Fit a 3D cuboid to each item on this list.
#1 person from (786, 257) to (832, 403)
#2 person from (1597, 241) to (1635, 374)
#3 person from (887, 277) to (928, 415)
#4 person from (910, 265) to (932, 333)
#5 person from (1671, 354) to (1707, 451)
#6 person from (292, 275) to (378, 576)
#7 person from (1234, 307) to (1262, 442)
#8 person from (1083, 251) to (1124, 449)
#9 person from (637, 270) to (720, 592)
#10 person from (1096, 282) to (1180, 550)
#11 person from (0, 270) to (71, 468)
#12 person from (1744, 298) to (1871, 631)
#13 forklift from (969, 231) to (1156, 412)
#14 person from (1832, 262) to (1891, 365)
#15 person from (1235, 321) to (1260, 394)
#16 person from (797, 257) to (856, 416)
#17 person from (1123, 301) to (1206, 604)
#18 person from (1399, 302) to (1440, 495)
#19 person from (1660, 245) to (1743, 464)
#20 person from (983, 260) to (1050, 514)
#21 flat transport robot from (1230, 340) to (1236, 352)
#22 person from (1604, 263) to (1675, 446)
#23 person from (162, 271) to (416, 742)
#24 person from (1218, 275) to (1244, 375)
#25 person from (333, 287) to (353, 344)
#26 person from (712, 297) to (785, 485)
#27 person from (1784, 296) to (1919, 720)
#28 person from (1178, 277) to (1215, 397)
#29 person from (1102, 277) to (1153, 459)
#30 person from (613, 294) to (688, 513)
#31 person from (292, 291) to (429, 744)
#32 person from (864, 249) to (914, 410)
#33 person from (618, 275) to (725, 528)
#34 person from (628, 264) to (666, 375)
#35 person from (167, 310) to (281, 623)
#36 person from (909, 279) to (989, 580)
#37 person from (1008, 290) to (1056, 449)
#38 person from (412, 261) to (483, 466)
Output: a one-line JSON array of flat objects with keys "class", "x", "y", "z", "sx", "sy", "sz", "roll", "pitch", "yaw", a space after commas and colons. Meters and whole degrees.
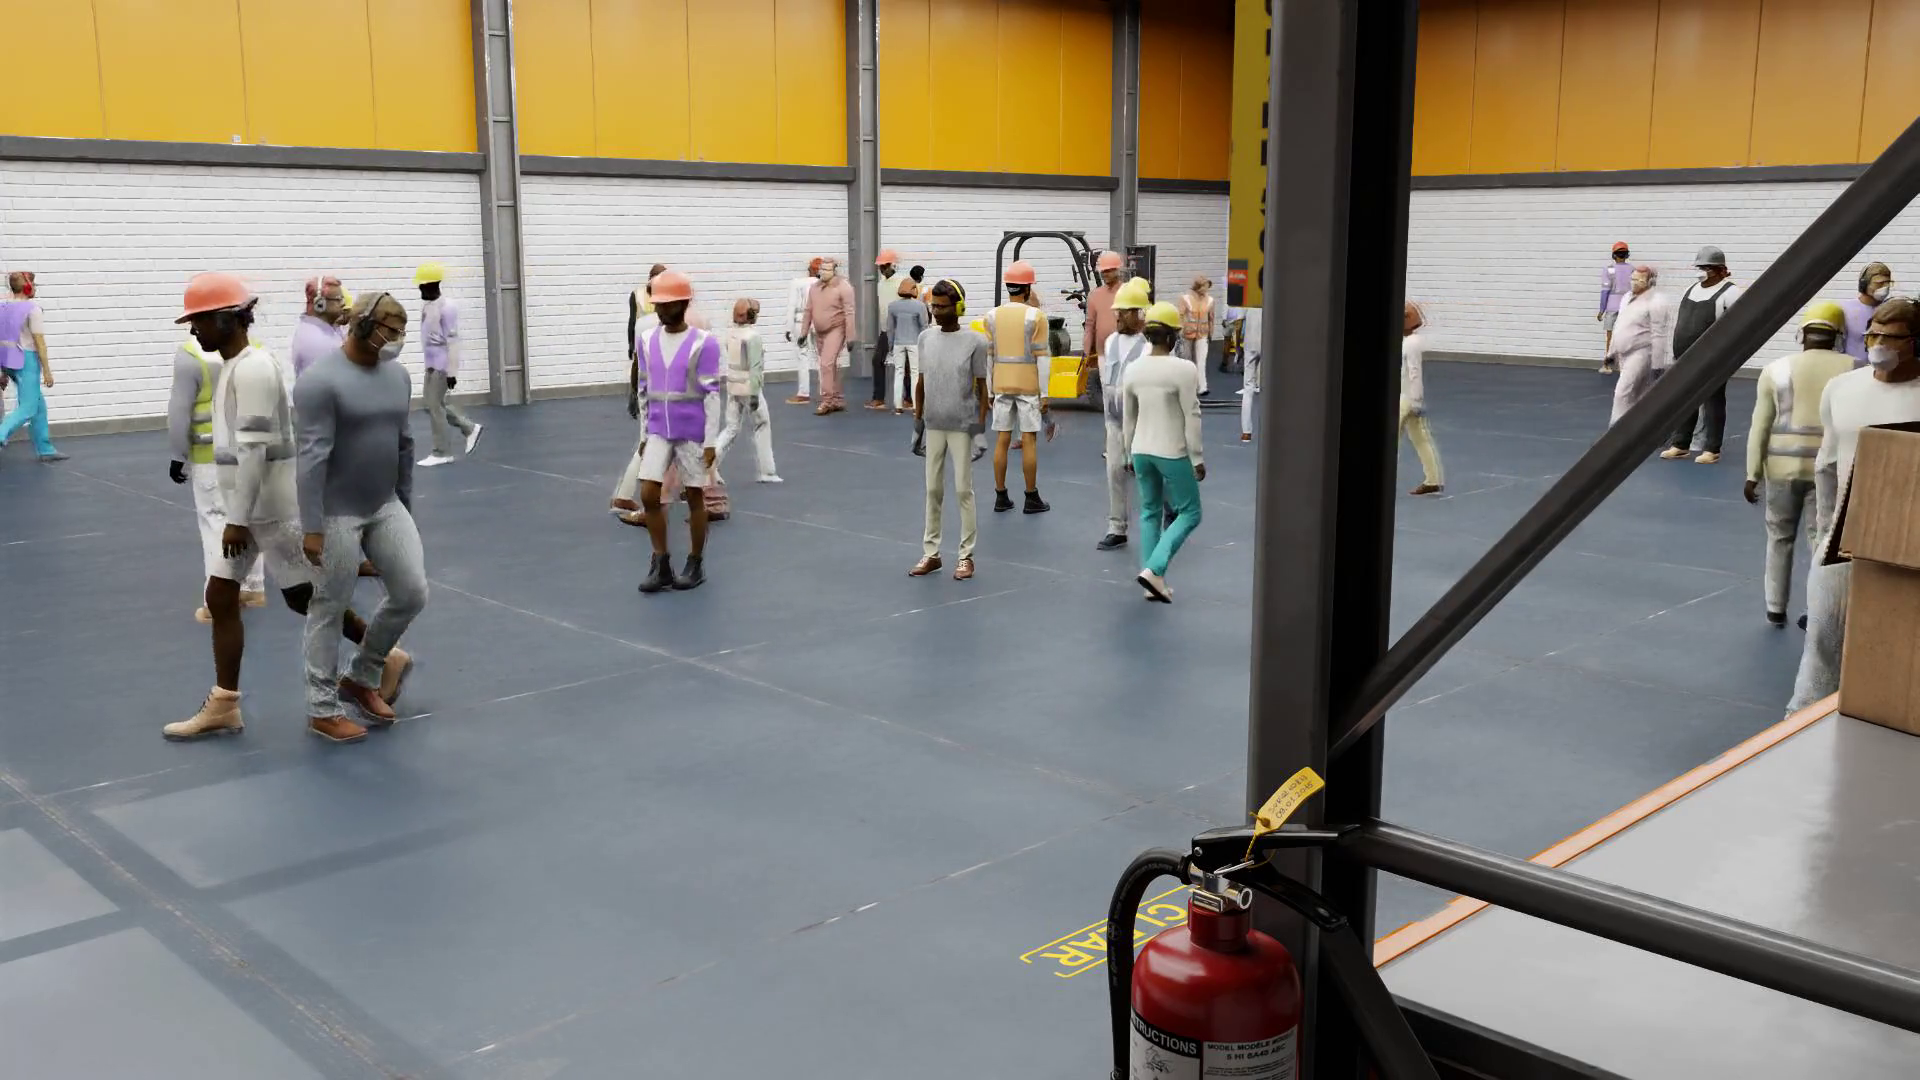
[{"class": "person", "x": -1.904, "y": -2.650, "z": 21.130, "sx": 0.665, "sy": 1.856, "sz": 0.343, "roll": -6, "pitch": 12, "yaw": -30}, {"class": "person", "x": 10.114, "y": -3.562, "z": 25.590, "sx": 0.605, "sy": 2.033, "sz": 0.392, "roll": -1, "pitch": 10, "yaw": -4}, {"class": "person", "x": -0.620, "y": -2.305, "z": 19.822, "sx": 0.508, "sy": 1.632, "sz": 0.265, "roll": 3, "pitch": 11, "yaw": 18}, {"class": "person", "x": -0.644, "y": -3.219, "z": 24.655, "sx": 0.534, "sy": 1.691, "sz": 0.318, "roll": 3, "pitch": 11, "yaw": 18}, {"class": "person", "x": 7.420, "y": -1.776, "z": 16.721, "sx": 0.499, "sy": 1.708, "sz": 0.817, "roll": 1, "pitch": 10, "yaw": 7}, {"class": "person", "x": -3.948, "y": -0.691, "z": 10.313, "sx": 0.685, "sy": 1.890, "sz": 0.657, "roll": -4, "pitch": 11, "yaw": -21}, {"class": "person", "x": 3.098, "y": -1.937, "z": 17.187, "sx": 0.533, "sy": 1.864, "sz": 0.310, "roll": 3, "pitch": 11, "yaw": 17}, {"class": "person", "x": 1.525, "y": -1.875, "z": 16.545, "sx": 0.631, "sy": 1.970, "sz": 0.443, "roll": 7, "pitch": 12, "yaw": 32}, {"class": "person", "x": -1.715, "y": -0.623, "z": 9.857, "sx": 0.570, "sy": 1.919, "sz": 0.650, "roll": 3, "pitch": 11, "yaw": 17}, {"class": "person", "x": 1.235, "y": -0.844, "z": 11.351, "sx": 0.599, "sy": 1.820, "sz": 0.638, "roll": 10, "pitch": 14, "yaw": 43}, {"class": "person", "x": -8.743, "y": -1.586, "z": 15.406, "sx": 0.571, "sy": 1.817, "sz": 0.846, "roll": 6, "pitch": 12, "yaw": 32}, {"class": "person", "x": 4.515, "y": -0.374, "z": 8.824, "sx": 0.625, "sy": 1.805, "sz": 0.650, "roll": 4, "pitch": 11, "yaw": 20}, {"class": "forklift", "x": 1.222, "y": -2.721, "z": 20.561, "sx": 2.313, "sy": 2.155, "sz": 1.214, "roll": 2, "pitch": 11, "yaw": 13}, {"class": "person", "x": 6.673, "y": -1.078, "z": 12.305, "sx": 0.635, "sy": 1.937, "sz": 0.361, "roll": -1, "pitch": 10, "yaw": -7}, {"class": "person", "x": 3.923, "y": -2.767, "z": 22.327, "sx": 0.309, "sy": 1.641, "sz": 0.515, "roll": 10, "pitch": 14, "yaw": 42}, {"class": "person", "x": -1.634, "y": -2.429, "z": 19.846, "sx": 0.672, "sy": 1.872, "sz": 0.766, "roll": 10, "pitch": 14, "yaw": 44}, {"class": "person", "x": 1.158, "y": -0.486, "z": 9.562, "sx": 0.490, "sy": 1.755, "sz": 0.575, "roll": -10, "pitch": 14, "yaw": -44}, {"class": "person", "x": 3.573, "y": -1.143, "z": 13.613, "sx": 0.856, "sy": 1.591, "sz": 0.518, "roll": 1, "pitch": 10, "yaw": 6}, {"class": "person", "x": 6.969, "y": -1.741, "z": 15.638, "sx": 0.537, "sy": 2.000, "sz": 0.675, "roll": -5, "pitch": 11, "yaw": -25}, {"class": "person", "x": 0.448, "y": -1.168, "z": 12.795, "sx": 0.542, "sy": 1.938, "sz": 0.358, "roll": 5, "pitch": 12, "yaw": 26}, {"class": "flat transport robot", "x": 5.532, "y": -3.517, "z": 30.152, "sx": 1.431, "sy": 0.197, "sz": 0.652, "roll": 1, "pitch": 10, "yaw": 5}, {"class": "person", "x": 6.797, "y": -1.818, "z": 16.549, "sx": 0.880, "sy": 1.865, "sz": 0.701, "roll": -1, "pitch": 10, "yaw": -4}, {"class": "person", "x": -2.940, "y": -0.165, "z": 7.190, "sx": 1.008, "sy": 1.994, "sz": 0.628, "roll": -7, "pitch": 13, "yaw": -35}, {"class": "person", "x": 4.264, "y": -3.478, "z": 25.555, "sx": 0.563, "sy": 1.886, "sz": 1.005, "roll": -2, "pitch": 11, "yaw": -12}, {"class": "person", "x": -4.713, "y": -1.015, "z": 12.491, "sx": 0.461, "sy": 1.750, "sz": 0.541, "roll": -9, "pitch": 14, "yaw": -40}, {"class": "person", "x": -1.891, "y": -1.259, "z": 14.235, "sx": 0.759, "sy": 1.623, "sz": 0.519, "roll": -9, "pitch": 14, "yaw": -40}, {"class": "person", "x": 3.472, "y": 0.031, "z": 6.362, "sx": 0.975, "sy": 1.892, "sz": 0.655, "roll": -6, "pitch": 12, "yaw": -31}, {"class": "person", "x": 3.137, "y": -2.698, "z": 22.110, "sx": 0.534, "sy": 1.573, "sz": 0.886, "roll": -1, "pitch": 10, "yaw": -6}, {"class": "person", "x": 1.635, "y": -1.594, "z": 15.657, "sx": 0.832, "sy": 1.727, "sz": 0.546, "roll": -4, "pitch": 11, "yaw": -20}, {"class": "person", "x": -2.337, "y": -1.123, "z": 12.931, "sx": 0.530, "sy": 1.807, "sz": 1.007, "roll": 10, "pitch": 14, "yaw": 44}, {"class": "person", "x": -2.556, "y": -0.089, "z": 7.017, "sx": 0.462, "sy": 1.897, "sz": 0.743, "roll": 5, "pitch": 12, "yaw": 27}, {"class": "person", "x": -0.862, "y": -2.538, "z": 20.200, "sx": 0.794, "sy": 1.962, "sz": 0.646, "roll": -10, "pitch": 14, "yaw": -43}, {"class": "person", "x": -2.165, "y": -1.019, "z": 12.229, "sx": 0.927, "sy": 1.852, "sz": 0.671, "roll": -5, "pitch": 11, "yaw": -23}, {"class": "person", "x": -3.339, "y": -2.131, "z": 18.416, "sx": 0.638, "sy": 1.801, "sz": 0.878, "roll": -3, "pitch": 11, "yaw": -16}, {"class": "person", "x": -4.113, "y": -0.463, "z": 9.314, "sx": 0.487, "sy": 1.805, "sz": 0.663, "roll": 4, "pitch": 11, "yaw": 22}, {"class": "person", "x": -0.072, "y": -0.682, "z": 10.348, "sx": 0.518, "sy": 1.865, "sz": 0.327, "roll": 5, "pitch": 11, "yaw": 24}, {"class": "person", "x": 0.713, "y": -1.714, "z": 16.631, "sx": 0.458, "sy": 1.617, "sz": 0.518, "roll": -10, "pitch": 14, "yaw": -43}, {"class": "person", "x": -4.775, "y": -1.635, "z": 15.433, "sx": 0.598, "sy": 1.898, "sz": 0.622, "roll": -7, "pitch": 13, "yaw": -35}]
